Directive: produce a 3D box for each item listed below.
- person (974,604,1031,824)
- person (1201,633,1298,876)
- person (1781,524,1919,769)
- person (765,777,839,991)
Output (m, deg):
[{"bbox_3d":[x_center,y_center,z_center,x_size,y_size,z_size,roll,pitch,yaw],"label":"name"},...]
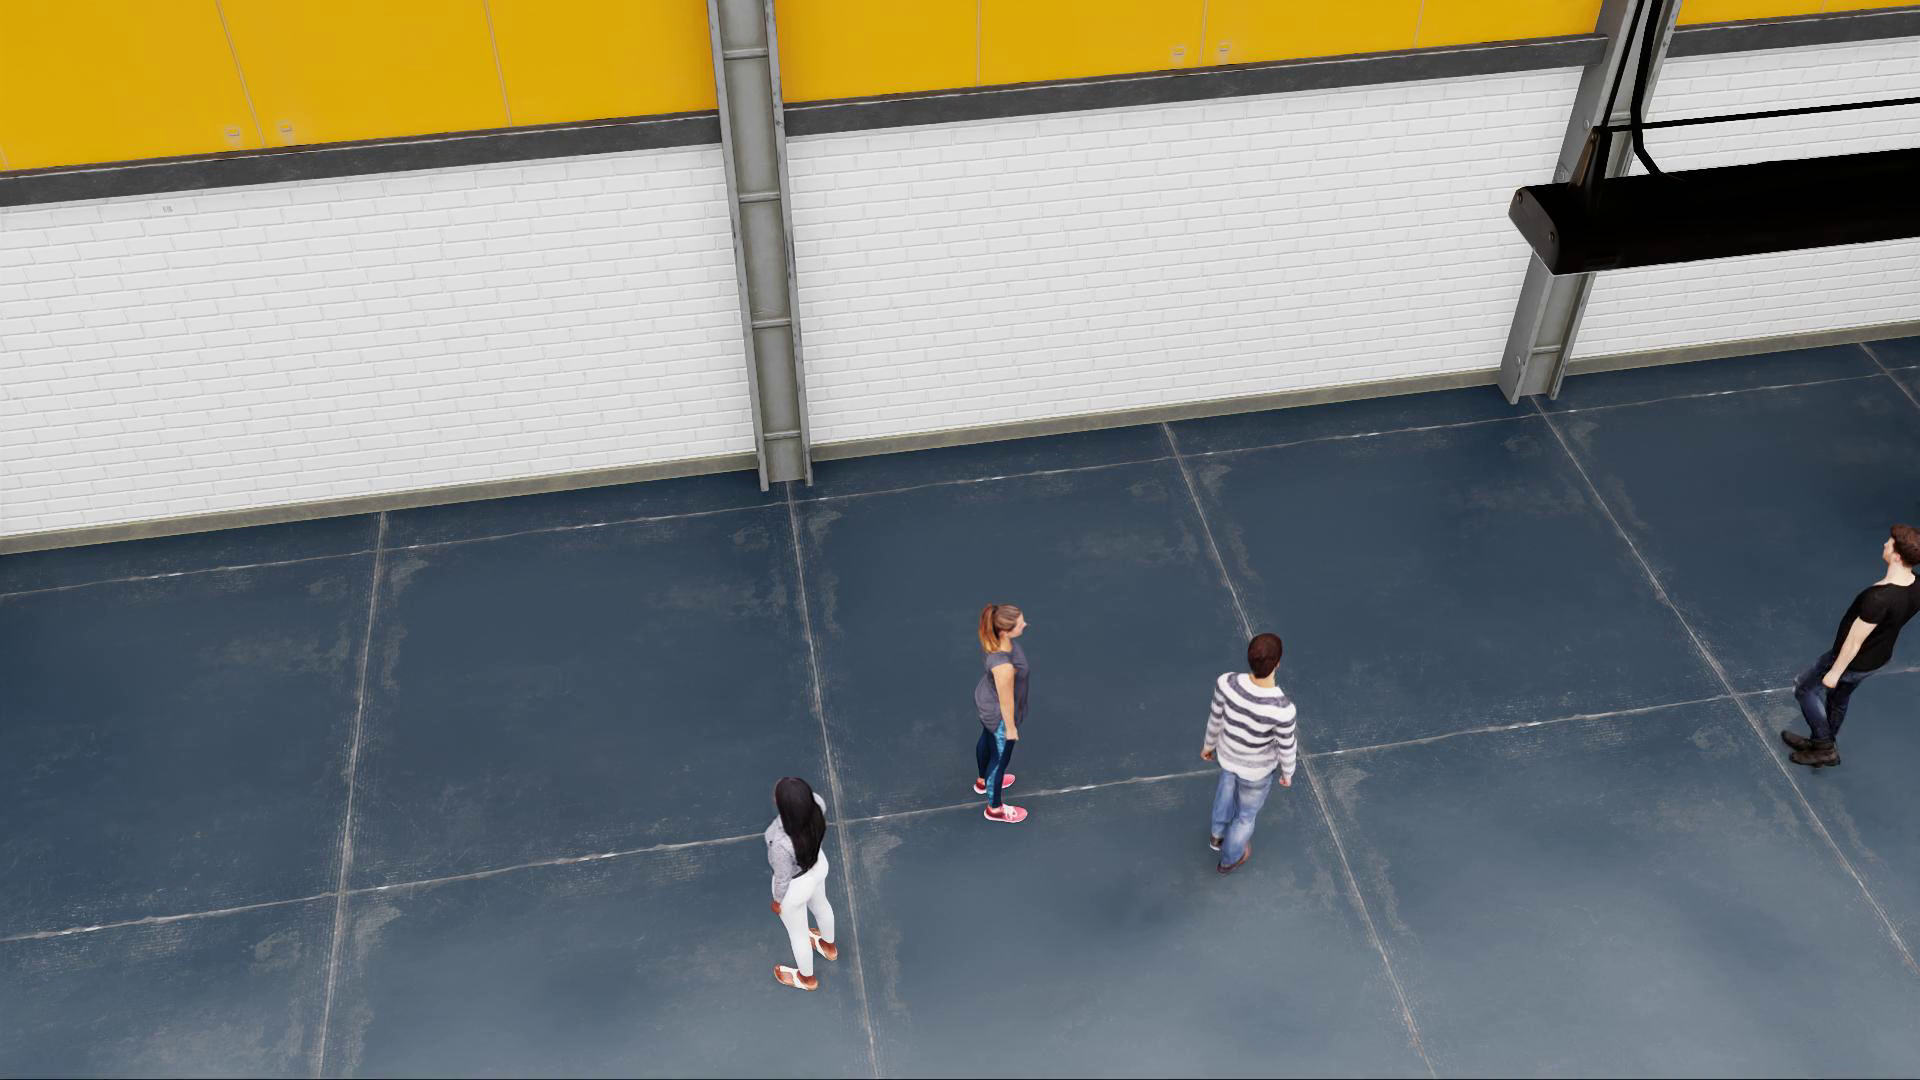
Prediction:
[{"bbox_3d":[0.232,1.001,9.860,0.521,1.722,0.557,-8,44,-8],"label":"person"},{"bbox_3d":[1.573,1.298,9.470,0.824,1.830,0.877,30,51,27],"label":"person"},{"bbox_3d":[5.475,0.752,10.007,0.767,1.879,0.874,-25,49,-24],"label":"person"},{"bbox_3d":[-0.859,1.832,8.986,0.714,1.725,0.673,21,48,21],"label":"person"}]
